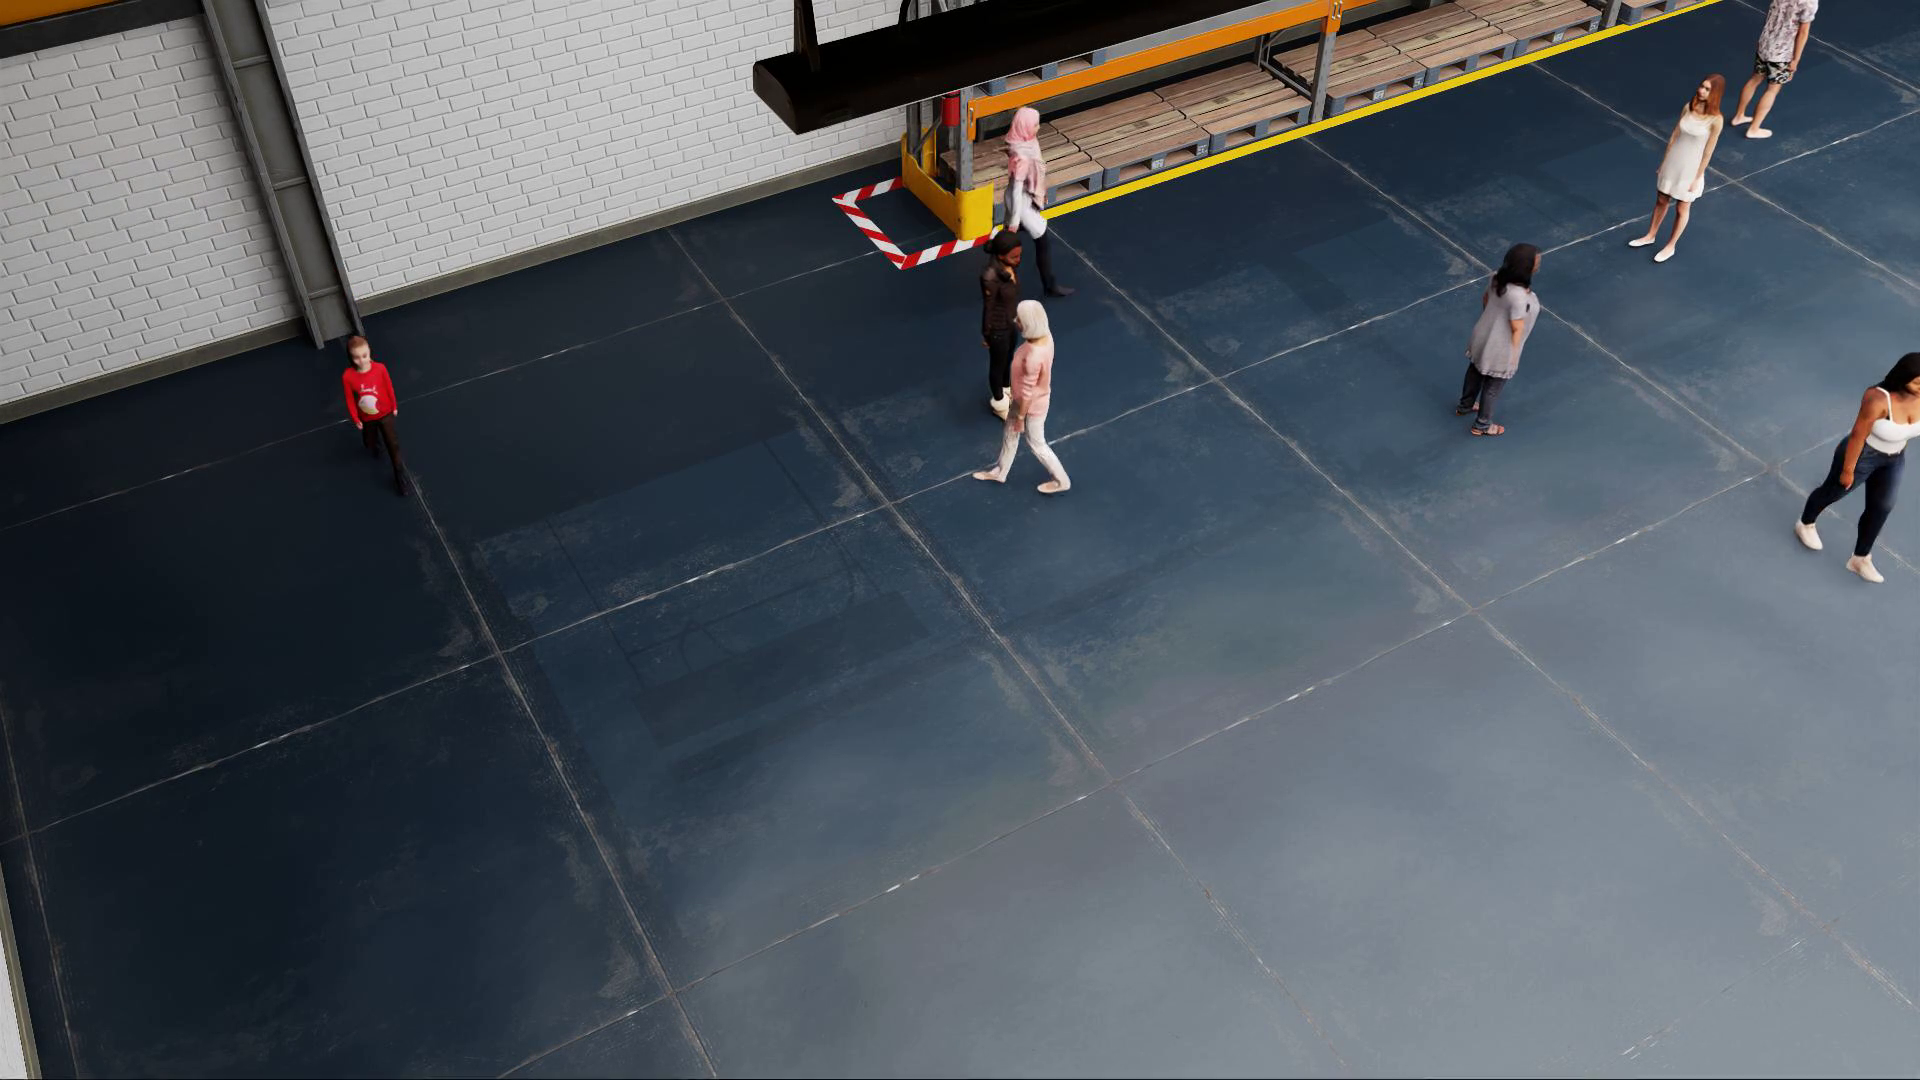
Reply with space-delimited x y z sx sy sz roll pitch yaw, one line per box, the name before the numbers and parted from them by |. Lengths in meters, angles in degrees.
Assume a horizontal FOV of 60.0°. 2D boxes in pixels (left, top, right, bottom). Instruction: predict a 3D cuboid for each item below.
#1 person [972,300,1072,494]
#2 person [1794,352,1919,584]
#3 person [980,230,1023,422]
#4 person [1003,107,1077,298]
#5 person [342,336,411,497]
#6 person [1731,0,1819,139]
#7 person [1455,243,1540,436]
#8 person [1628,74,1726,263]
person | 0.576 -0.980 11.872 1.073 1.698 0.944 4 44 4
person | 6.182 -0.620 11.433 0.997 1.784 0.913 -9 44 -9
person | 0.304 -1.637 12.590 0.765 1.659 0.705 5 44 6
person | 0.402 -2.720 13.643 1.089 1.775 0.894 -5 44 -6
person | -4.296 -0.955 12.158 0.781 1.268 0.597 -19 47 -19
person | 7.709 -4.667 15.661 0.627 1.811 0.708 -14 45 -14
person | 4.044 -1.521 12.502 0.723 1.612 0.695 -11 45 -11
person | 6.182 -3.189 14.181 0.523 1.712 0.549 -23 48 -22
